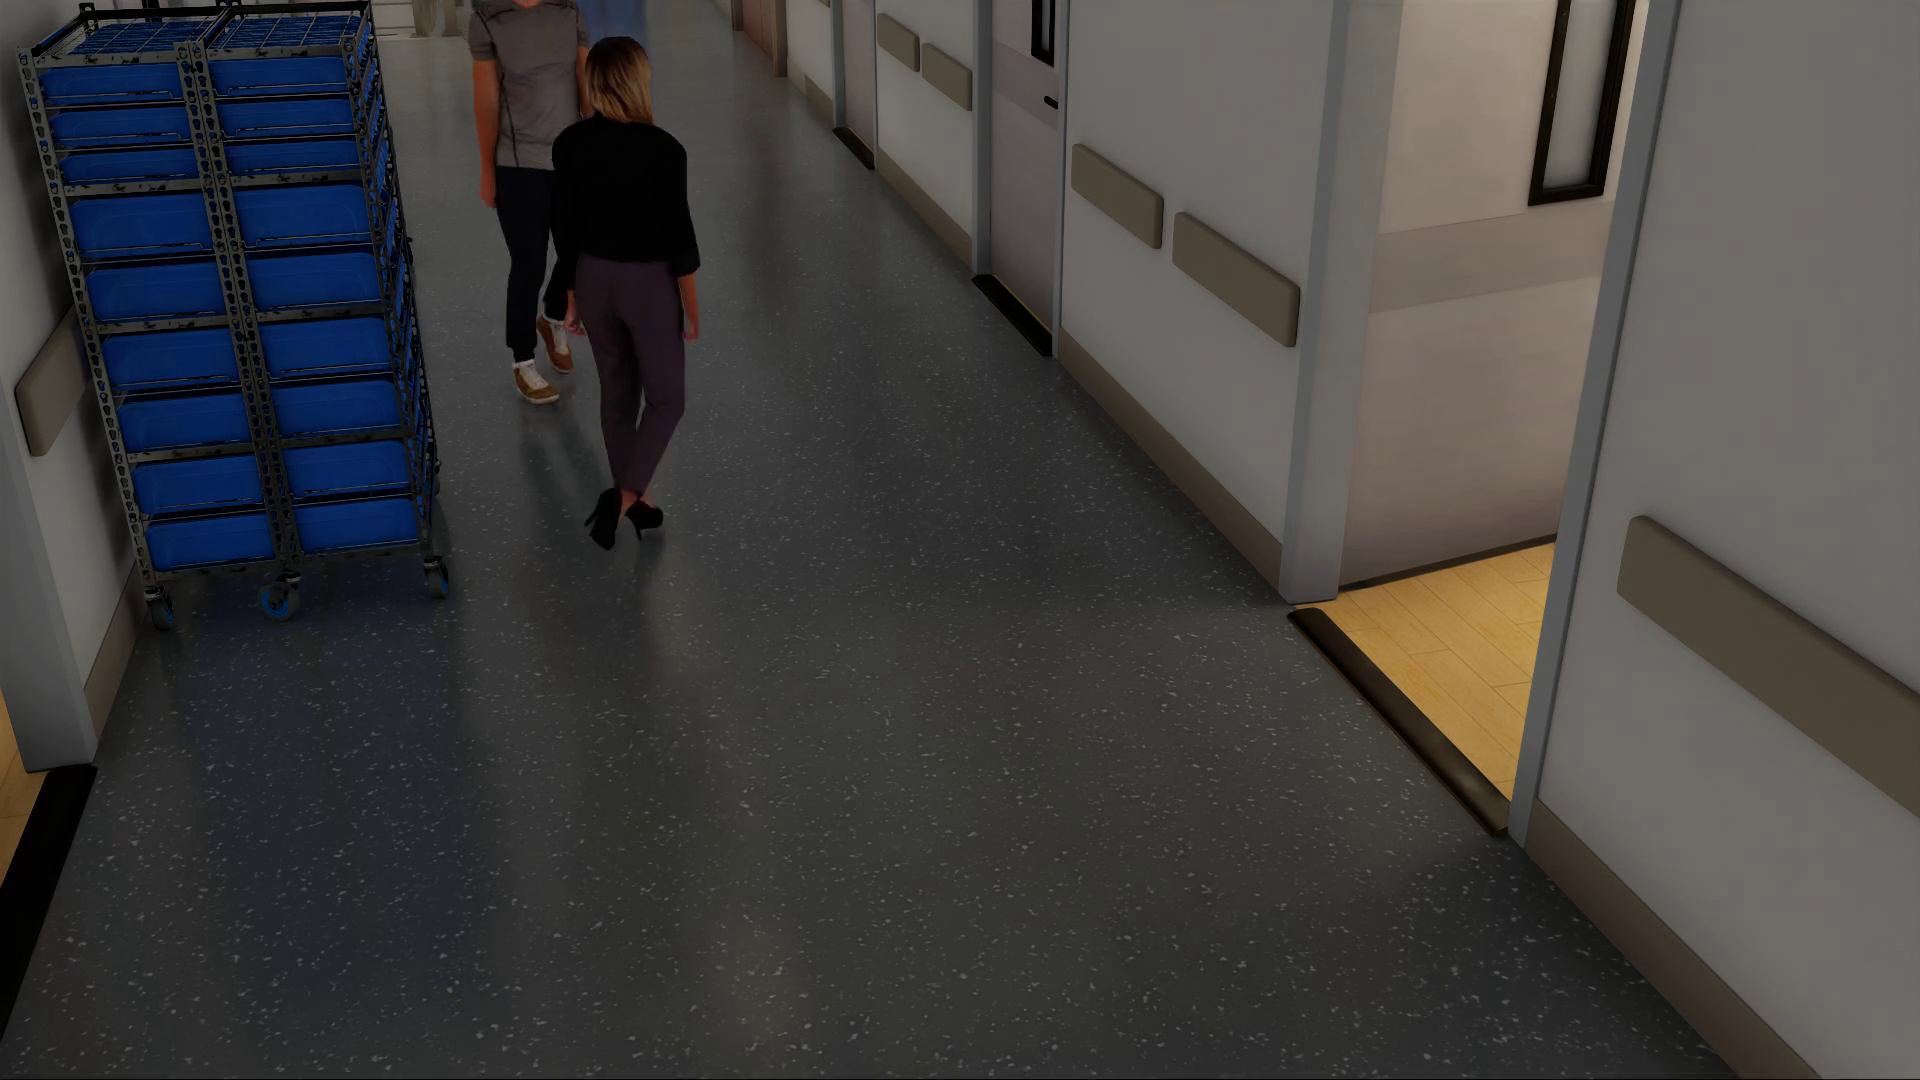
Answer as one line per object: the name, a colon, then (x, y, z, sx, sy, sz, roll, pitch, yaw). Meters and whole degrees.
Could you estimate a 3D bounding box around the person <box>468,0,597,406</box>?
person: (-1.684, -1.513, 6.653, 0.844, 1.872, 0.990, -14, 29, -27)

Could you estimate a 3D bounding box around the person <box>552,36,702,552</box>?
person: (-1.071, -0.685, 5.199, 0.849, 1.644, 0.966, 5, 26, 10)
